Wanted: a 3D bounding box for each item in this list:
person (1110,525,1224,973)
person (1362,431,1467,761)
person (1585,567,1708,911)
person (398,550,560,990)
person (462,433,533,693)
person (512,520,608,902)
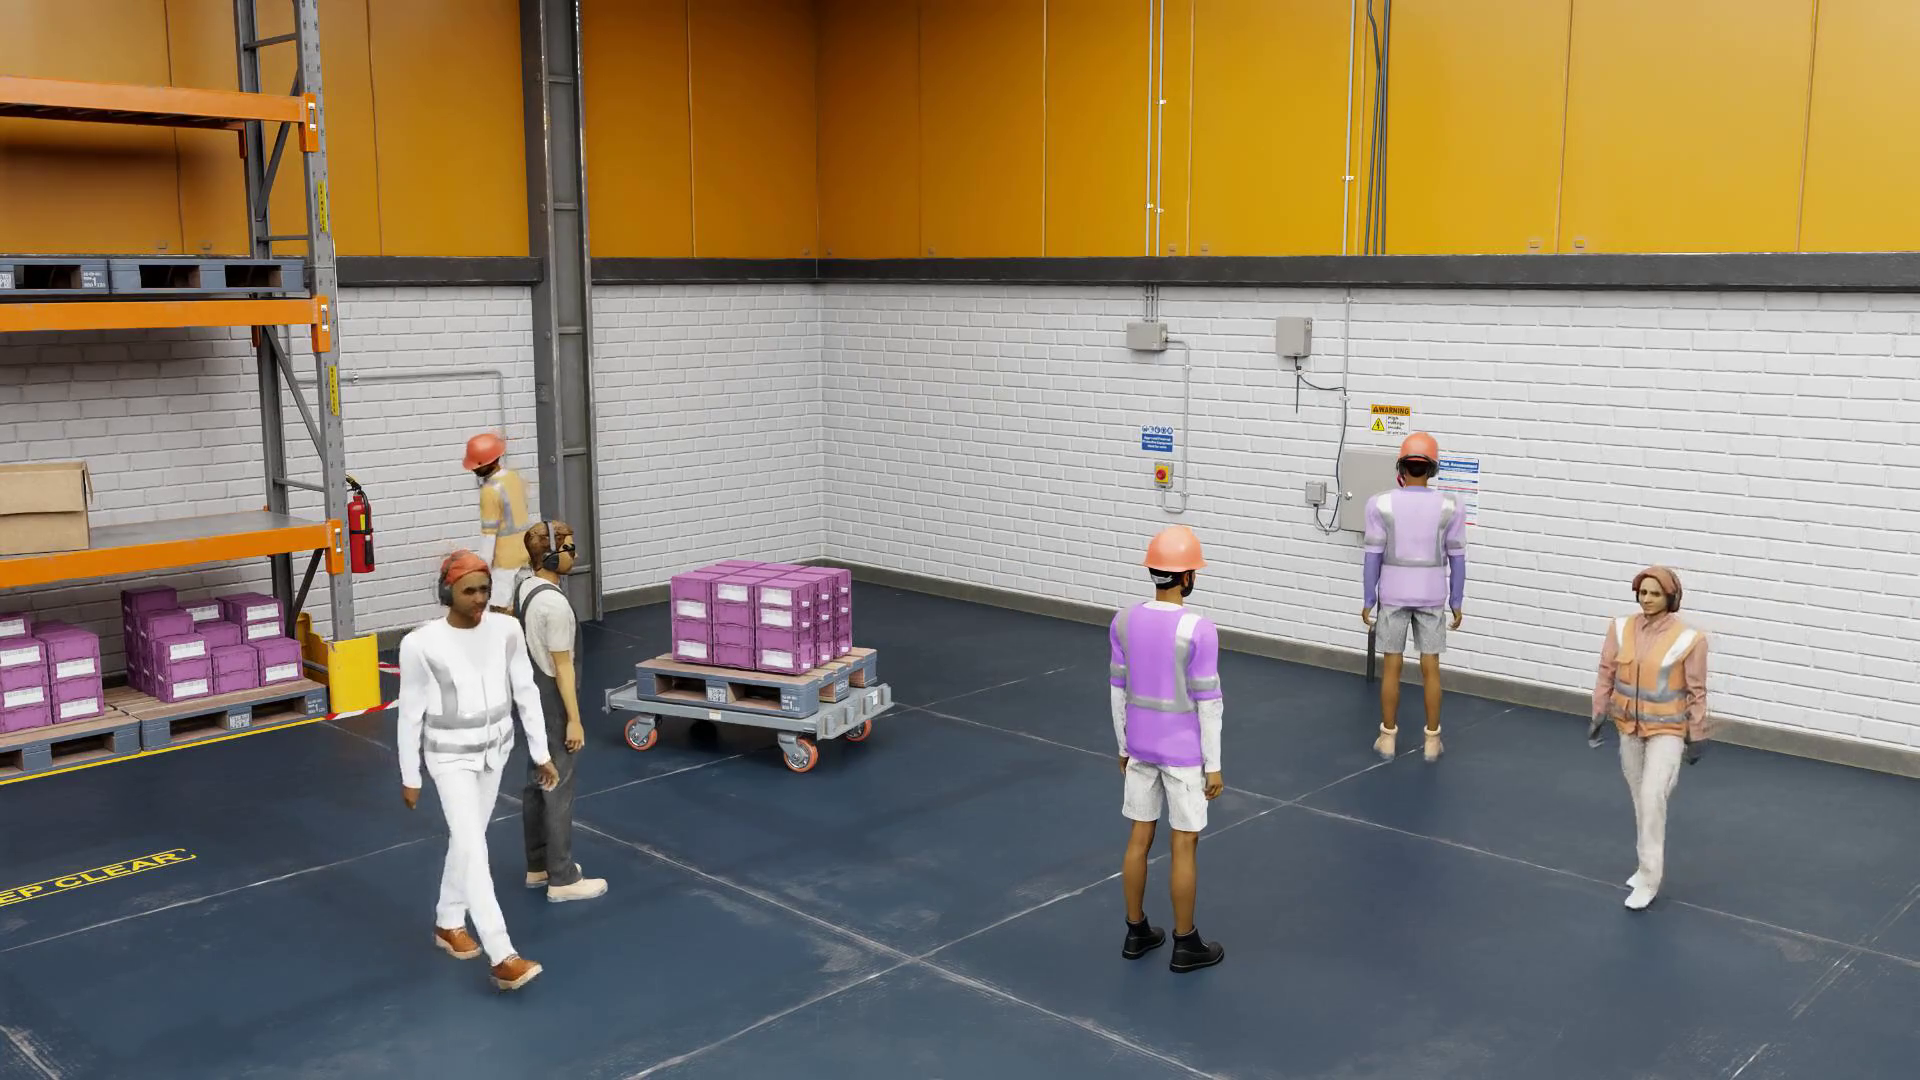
[{"bbox_3d":[0.910,0.899,7.221,0.543,1.939,0.361,8,12,40],"label":"person"},{"bbox_3d":[2.801,0.346,10.300,0.614,2.040,0.391,2,9,11],"label":"person"},{"bbox_3d":[3.266,0.932,7.978,0.679,1.618,0.512,-6,11,-34],"label":"person"},{"bbox_3d":[-2.015,0.967,7.090,0.974,1.835,0.575,8,12,39],"label":"person"},{"bbox_3d":[-3.276,0.146,12.042,0.376,1.887,0.701,2,9,11],"label":"person"},{"bbox_3d":[-1.955,0.816,8.017,0.338,1.845,0.514,-7,11,-36],"label":"person"}]
